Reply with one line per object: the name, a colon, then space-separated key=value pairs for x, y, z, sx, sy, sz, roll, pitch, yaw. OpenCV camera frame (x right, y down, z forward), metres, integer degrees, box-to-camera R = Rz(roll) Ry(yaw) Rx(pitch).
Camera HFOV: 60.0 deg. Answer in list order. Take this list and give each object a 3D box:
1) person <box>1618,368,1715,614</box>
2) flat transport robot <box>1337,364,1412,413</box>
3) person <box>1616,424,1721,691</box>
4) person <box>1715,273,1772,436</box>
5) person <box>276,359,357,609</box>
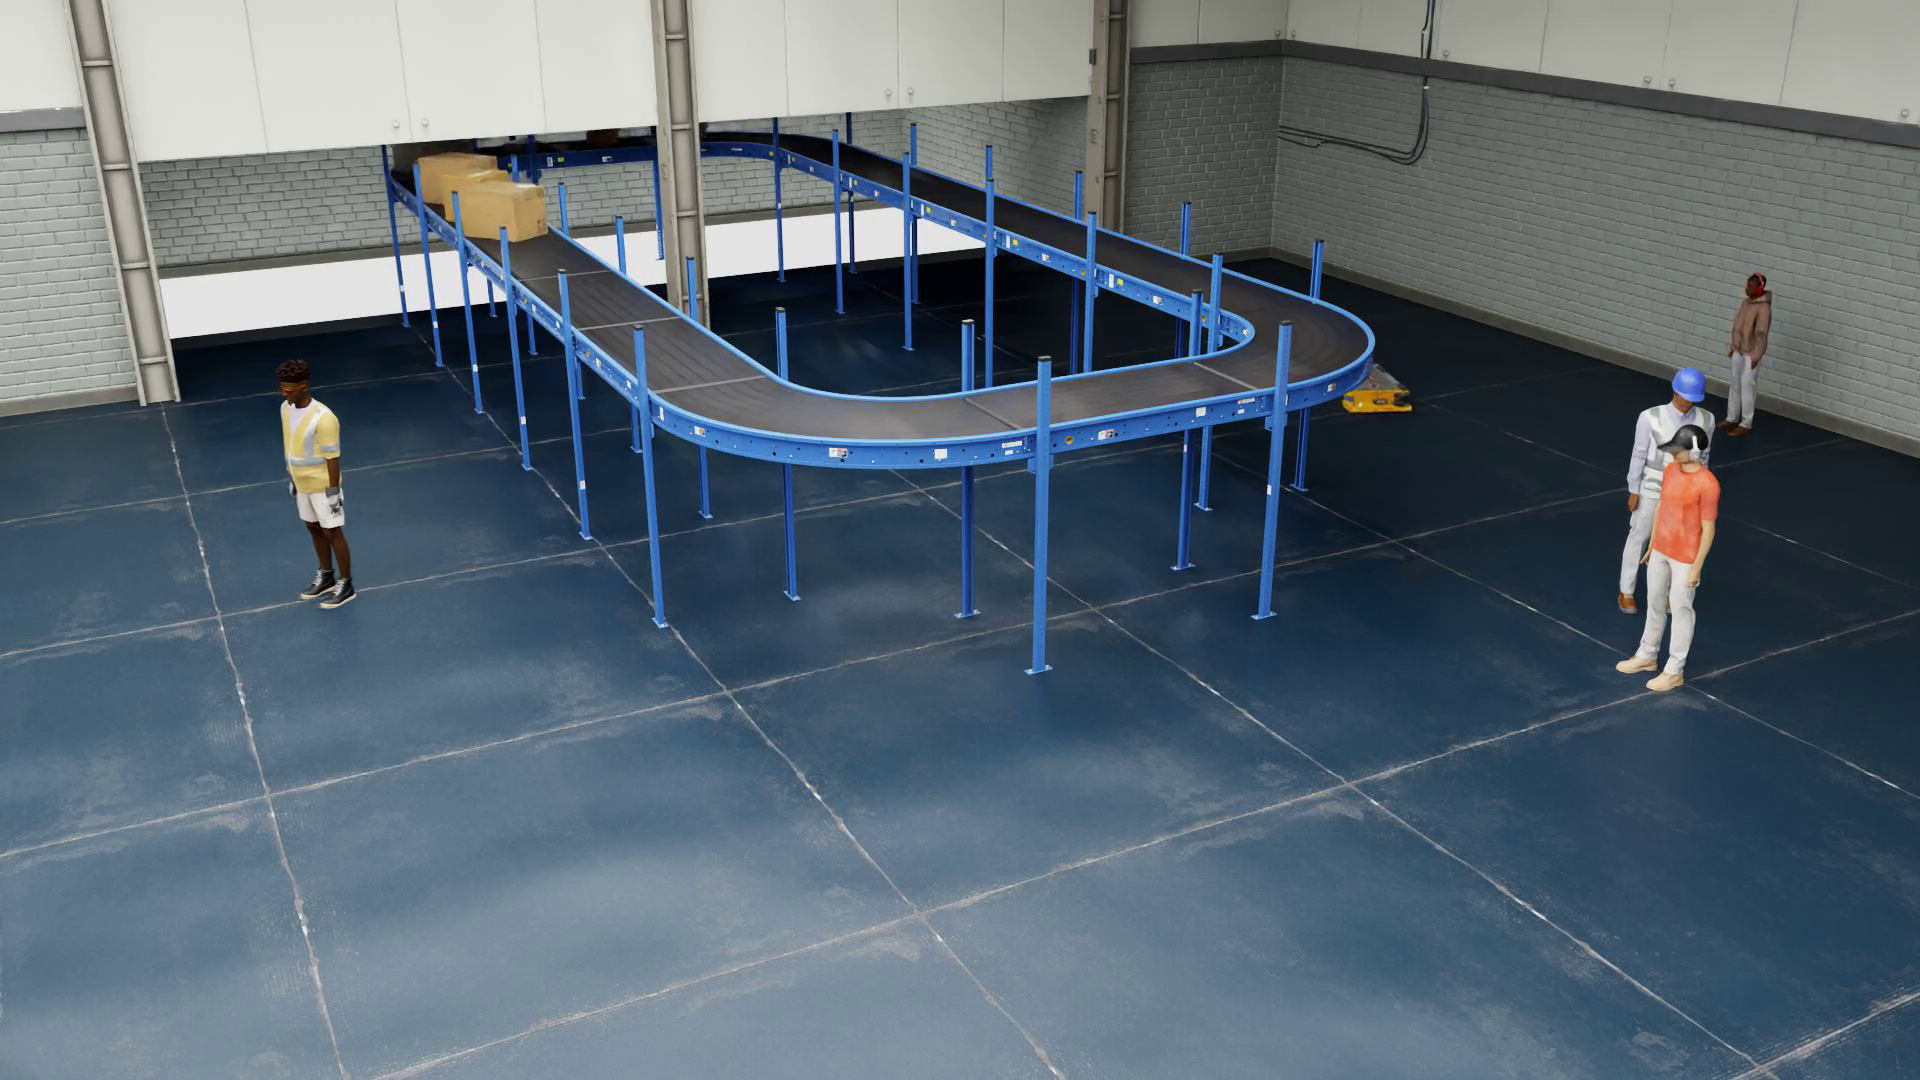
person: x=5.342 y=-0.376 z=12.580 sx=0.600 sy=1.939 sz=0.393 roll=-1 pitch=22 yaw=-3
flat transport robot: x=4.342 y=-1.667 z=17.995 sx=0.659 sy=0.231 sz=1.431 roll=-2 pitch=22 yaw=-4
person: x=4.874 y=0.117 z=11.407 sx=0.418 sy=1.904 sz=0.480 roll=-8 pitch=23 yaw=-19
person: x=7.888 y=-1.860 z=16.639 sx=0.312 sy=1.647 sz=0.473 roll=-2 pitch=22 yaw=-6
person: x=-4.934 y=-0.442 z=12.723 sx=0.601 sy=1.958 sz=0.372 roll=16 pitch=27 yaw=34
